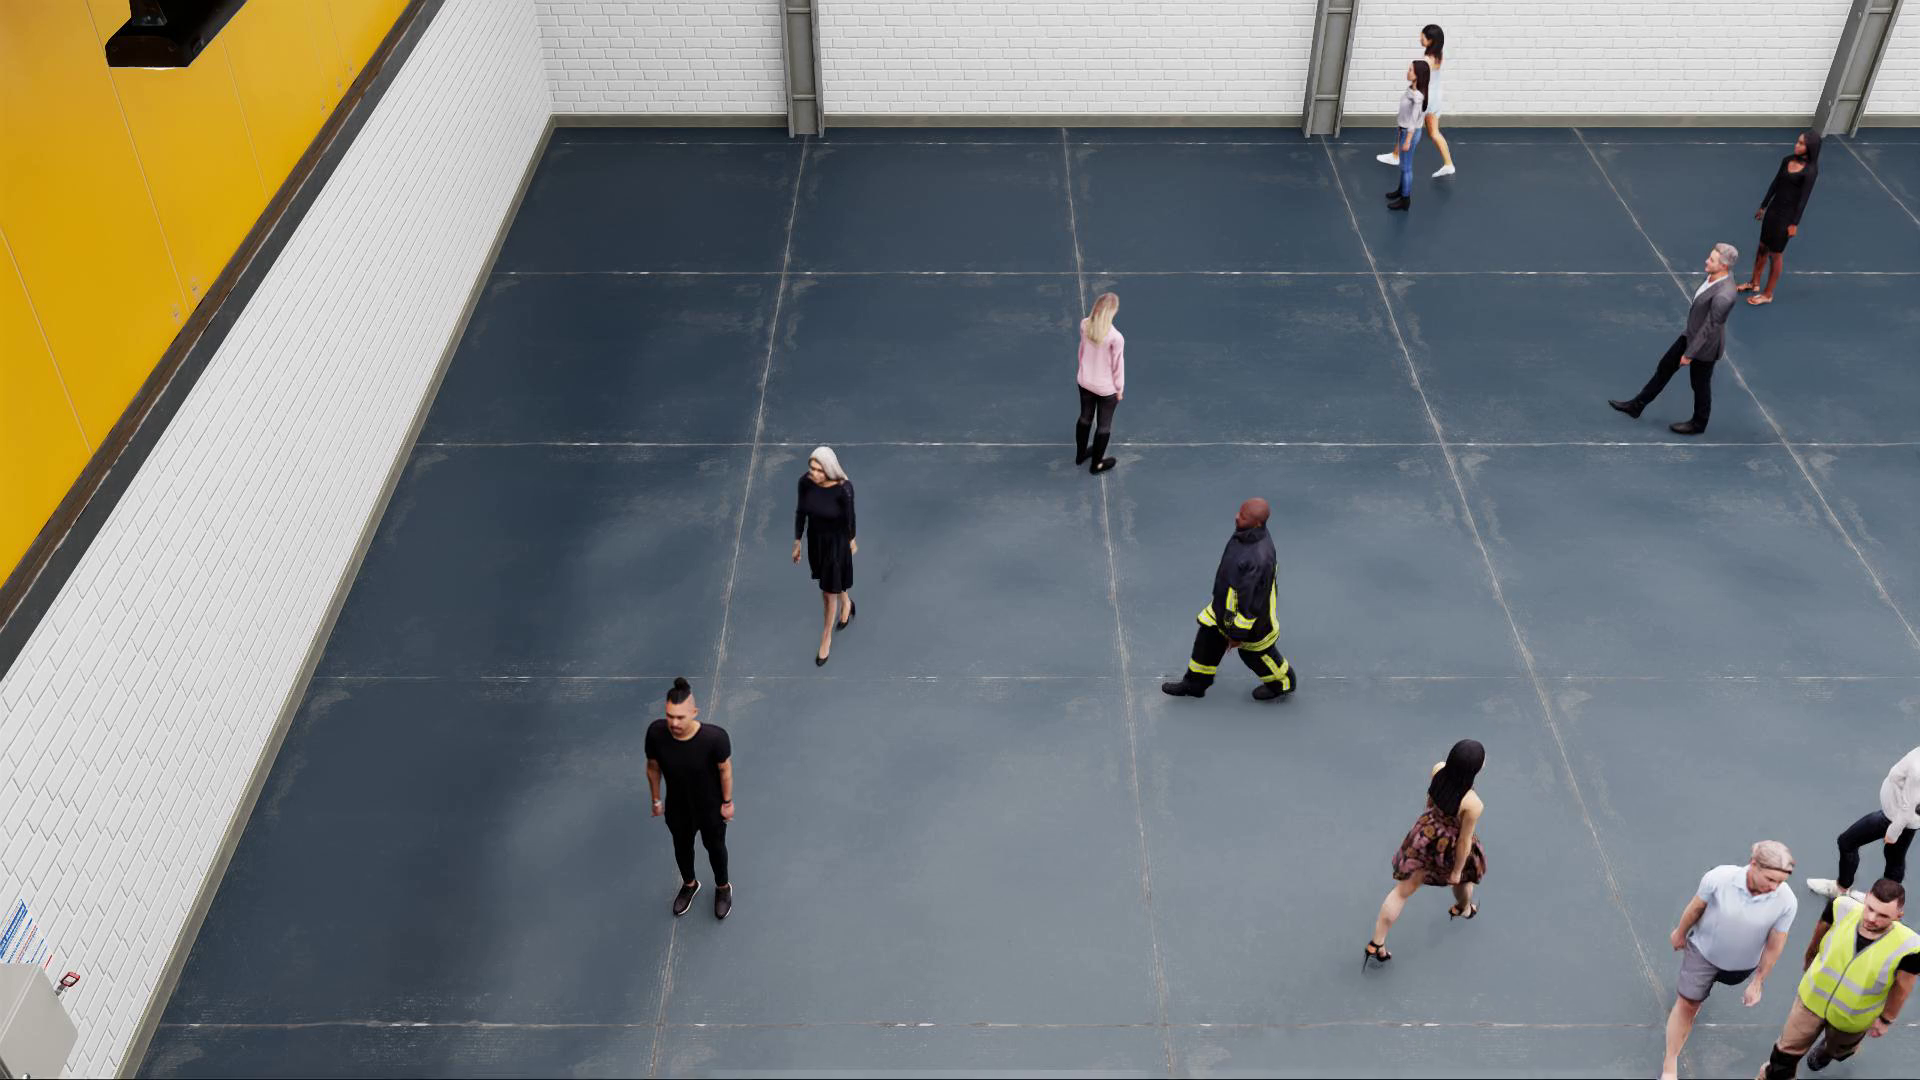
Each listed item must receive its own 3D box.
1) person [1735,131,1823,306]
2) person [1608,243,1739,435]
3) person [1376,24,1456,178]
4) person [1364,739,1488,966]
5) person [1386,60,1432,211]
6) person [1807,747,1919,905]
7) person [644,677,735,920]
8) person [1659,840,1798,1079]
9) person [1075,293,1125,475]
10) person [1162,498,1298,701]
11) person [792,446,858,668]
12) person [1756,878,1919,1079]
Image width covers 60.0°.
[{"bbox_3d":[7.941,-3.122,15.995,0.626,1.722,0.678,-7,39,-9],"label":"person"},{"bbox_3d":[6.366,-1.667,14.104,1.125,1.809,0.873,6,39,8],"label":"person"},{"bbox_3d":[5.137,-4.717,18.025,1.205,1.681,1.038,26,45,29],"label":"person"},{"bbox_3d":[2.746,1.858,9.760,1.210,1.722,0.974,-19,42,-22],"label":"person"},{"bbox_3d":[4.745,-4.279,17.518,0.562,1.630,0.633,6,39,8],"label":"person"},{"bbox_3d":[5.743,1.698,9.989,0.827,1.685,0.887,-29,47,-31],"label":"person"},{"bbox_3d":[-1.609,1.551,10.030,0.543,1.864,0.756,4,39,4],"label":"person"},{"bbox_3d":[4.267,2.223,9.261,1.248,1.774,1.020,15,41,17],"label":"person"},{"bbox_3d":[1.134,-1.293,13.737,0.691,1.683,0.751,32,48,33],"label":"person"},{"bbox_3d":[2.043,0.448,11.476,1.226,1.784,0.827,-3,39,-4],"label":"person"},{"bbox_3d":[-0.918,-0.002,12.087,0.938,1.725,0.884,17,42,20],"label":"person"},{"bbox_3d":[4.778,2.436,8.960,1.209,1.818,1.141,-28,47,-31],"label":"person"}]
